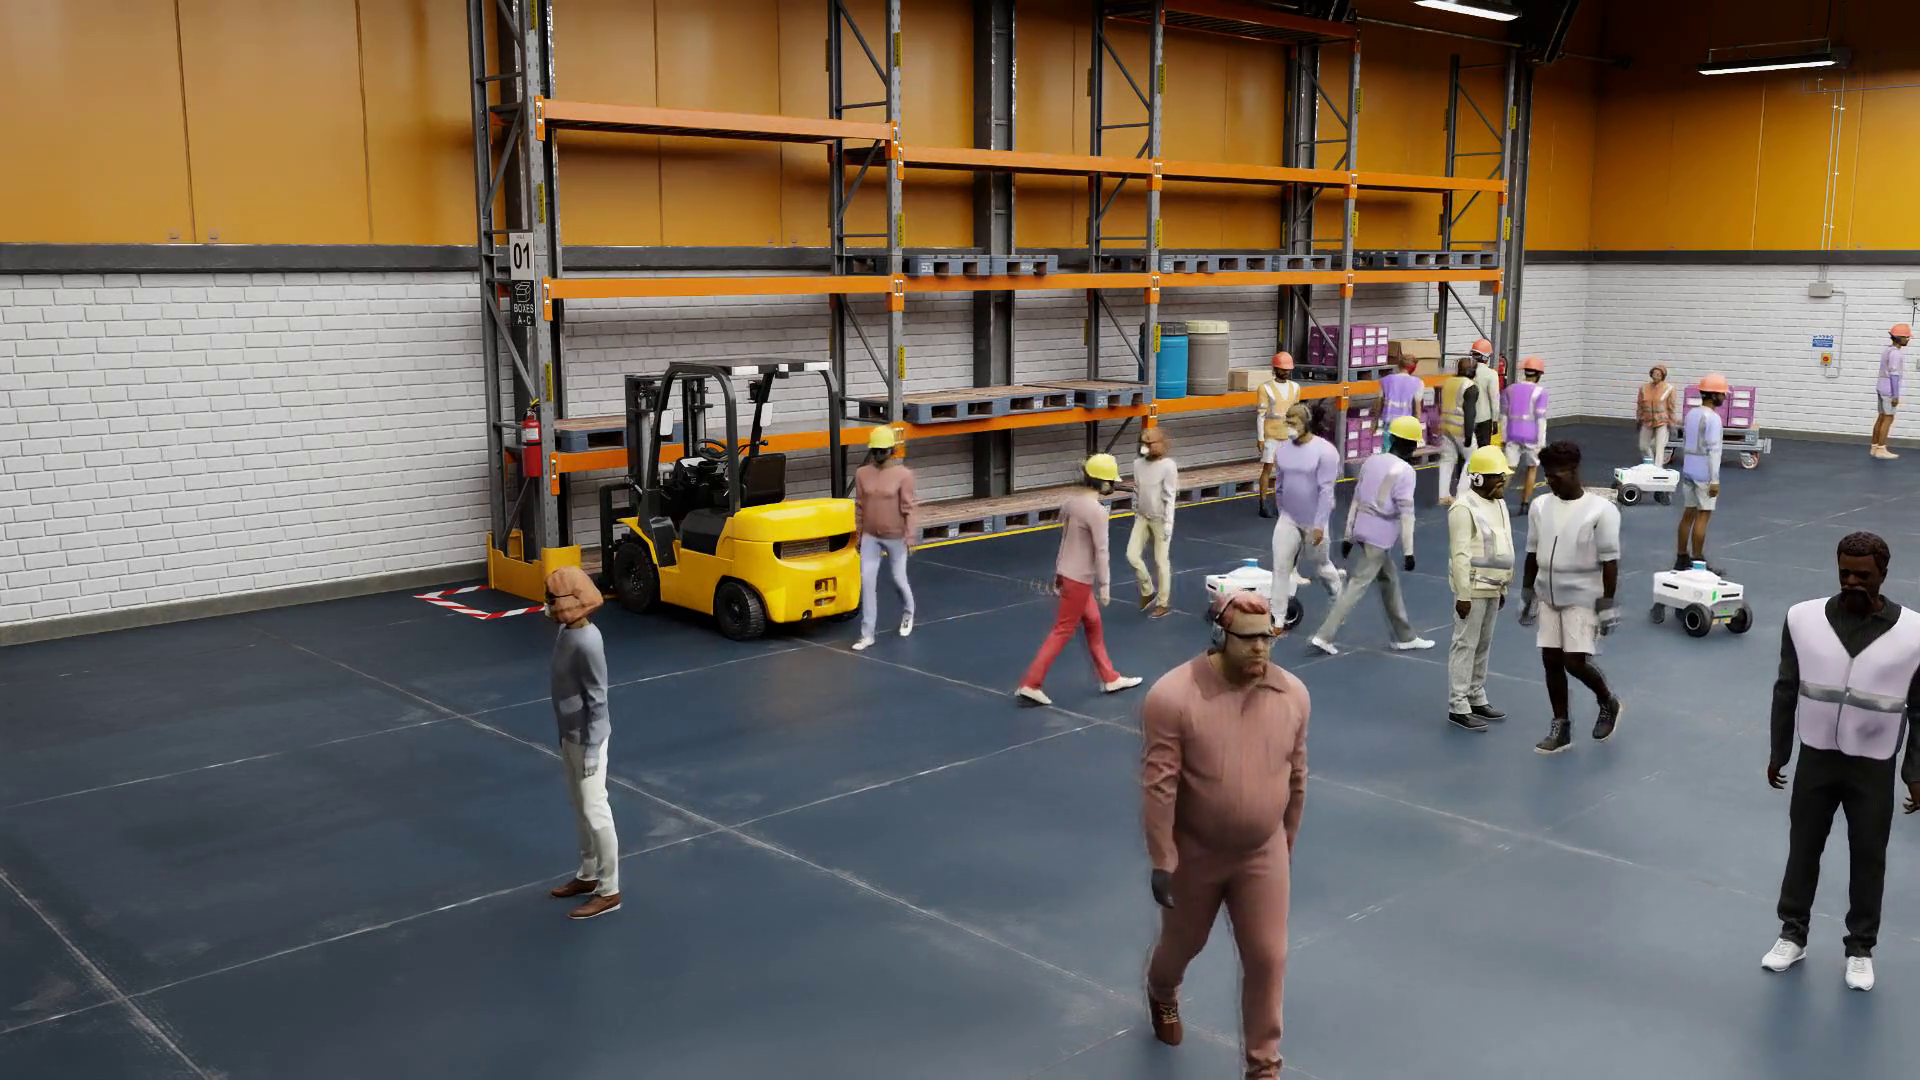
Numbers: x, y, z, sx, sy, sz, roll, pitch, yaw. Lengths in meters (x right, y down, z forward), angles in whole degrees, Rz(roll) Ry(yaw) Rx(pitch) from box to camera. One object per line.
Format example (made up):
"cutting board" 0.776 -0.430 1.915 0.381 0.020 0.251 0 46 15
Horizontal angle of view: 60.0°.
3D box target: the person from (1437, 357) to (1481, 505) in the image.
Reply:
"person" 6.094 -1.315 20.222 0.519 1.818 0.665 -4 10 -20

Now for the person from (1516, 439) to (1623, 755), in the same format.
"person" 3.759 0.344 10.192 0.518 1.935 0.626 -7 12 -34

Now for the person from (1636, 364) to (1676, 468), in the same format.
"person" 9.283 -1.537 22.121 0.530 1.617 0.538 -9 13 -41

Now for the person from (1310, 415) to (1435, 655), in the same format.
"person" 3.139 -0.024 12.631 1.056 1.845 0.595 -2 10 -13

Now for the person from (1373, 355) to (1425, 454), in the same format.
"person" 5.609 -1.484 21.357 0.657 1.788 0.938 5 11 26

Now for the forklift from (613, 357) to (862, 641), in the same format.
"forklift" -1.847 -0.414 13.852 1.214 2.155 2.313 -9 13 -42

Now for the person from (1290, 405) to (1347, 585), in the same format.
"person" 3.307 -0.405 15.321 0.671 1.673 0.552 0 10 2

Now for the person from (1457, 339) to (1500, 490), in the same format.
"person" 6.539 -1.536 21.009 0.382 1.995 0.612 -8 13 -40

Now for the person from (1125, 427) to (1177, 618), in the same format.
"person" 1.615 -0.141 13.952 0.381 1.619 0.504 -9 13 -43

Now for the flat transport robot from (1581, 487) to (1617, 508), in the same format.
"flat transport robot" 7.474 -0.469 19.799 0.652 0.197 1.431 4 10 21

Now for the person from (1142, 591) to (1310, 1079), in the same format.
"person" 0.944 1.080 6.062 0.643 1.873 0.899 -2 10 -9

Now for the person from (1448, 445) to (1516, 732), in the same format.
"person" 3.361 0.301 10.725 0.403 1.833 0.591 8 13 40

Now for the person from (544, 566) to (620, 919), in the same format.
"person" -1.755 0.922 7.672 0.270 1.631 0.507 -5 11 -27

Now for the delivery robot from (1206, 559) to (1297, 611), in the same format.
"delivery robot" 2.383 0.396 13.629 0.707 0.478 0.477 -3 10 -15

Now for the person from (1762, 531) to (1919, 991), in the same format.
"person" 3.707 0.903 6.949 0.597 1.916 0.372 7 12 36

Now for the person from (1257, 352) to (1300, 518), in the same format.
"person" 3.717 -1.219 19.324 0.552 1.933 0.371 -3 10 -19

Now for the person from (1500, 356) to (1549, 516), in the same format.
"person" 6.535 -1.192 19.377 0.777 1.891 0.610 -9 13 -43

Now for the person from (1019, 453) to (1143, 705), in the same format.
"person" 0.801 0.268 11.285 0.932 1.714 0.562 -3 10 -15

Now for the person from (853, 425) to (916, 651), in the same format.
"person" -0.575 -0.044 13.040 0.531 1.737 0.793 4 10 20

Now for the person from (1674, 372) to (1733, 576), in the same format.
"person" 7.108 -0.629 15.866 0.372 1.934 0.551 -1 10 -3

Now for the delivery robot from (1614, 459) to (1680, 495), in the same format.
"delivery robot" 8.410 -0.754 20.361 0.707 0.478 0.477 2 10 9

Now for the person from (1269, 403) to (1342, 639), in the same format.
"person" 2.784 -0.165 13.305 1.018 1.895 0.619 -10 14 -44

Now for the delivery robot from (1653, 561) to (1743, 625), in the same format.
"delivery robot" 5.994 0.415 13.519 0.477 0.478 0.707 -3 10 -19

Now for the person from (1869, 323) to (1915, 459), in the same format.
"person" 13.997 -2.226 24.953 0.432 2.034 0.612 3 10 19
